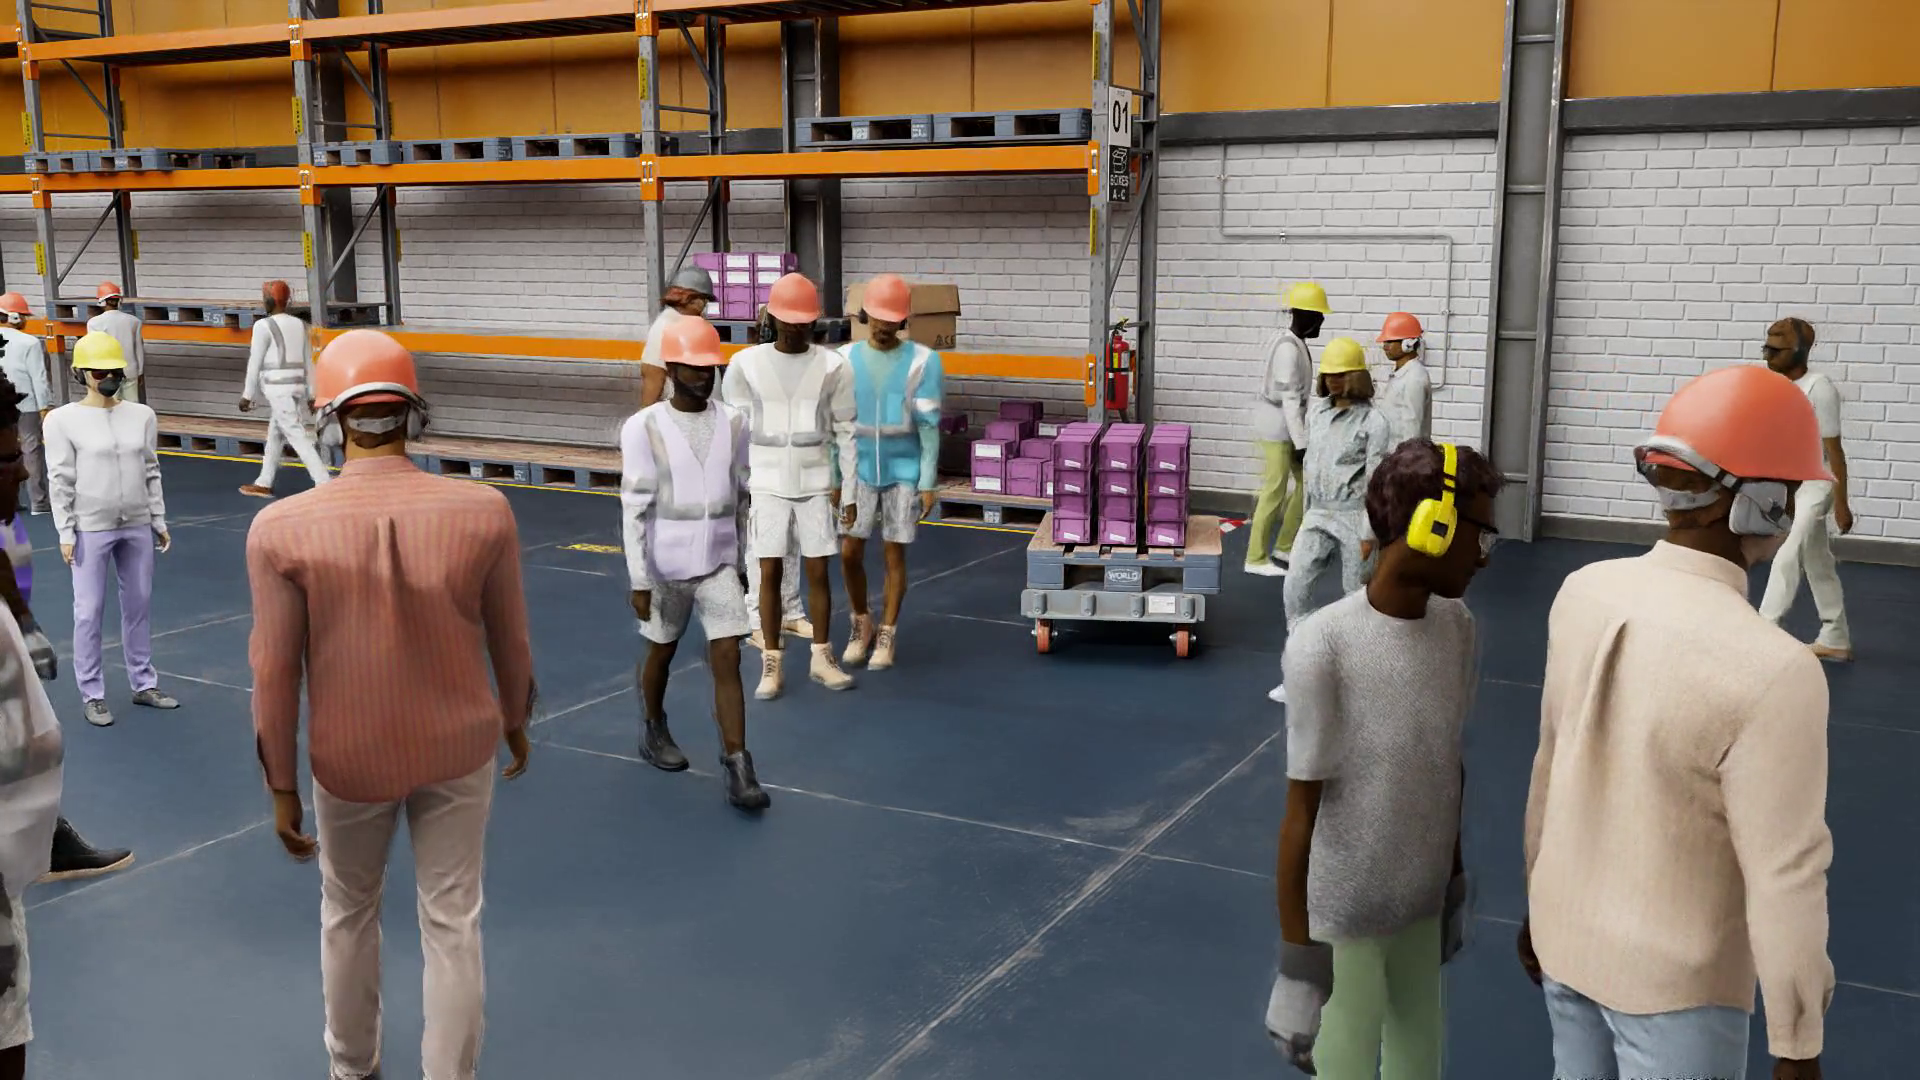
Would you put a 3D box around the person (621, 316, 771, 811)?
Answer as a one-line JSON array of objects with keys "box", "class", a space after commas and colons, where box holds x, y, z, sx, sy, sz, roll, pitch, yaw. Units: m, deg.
[{"box": [-1.050, 0.071, 6.514, 0.561, 1.886, 1.021, -6, 12, -31], "class": "person"}]

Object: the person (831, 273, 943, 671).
[{"box": [-0.389, -0.319, 8.315, 0.602, 2.009, 0.499, 2, 11, 11], "class": "person"}]

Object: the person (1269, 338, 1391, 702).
[{"box": [1.716, -0.070, 7.704, 0.649, 1.717, 0.518, -8, 13, -39], "class": "person"}]

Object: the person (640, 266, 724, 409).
[{"box": [-1.849, -0.835, 11.047, 0.575, 2.000, 0.737, 0, 10, 2], "class": "person"}]

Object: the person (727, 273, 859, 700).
[{"box": [-0.788, -0.245, 7.904, 0.620, 2.023, 0.442, -1, 10, -5], "class": "person"}]

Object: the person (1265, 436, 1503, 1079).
[{"box": [0.775, 0.716, 3.128, 0.643, 1.852, 0.590, -6, 12, -31], "class": "person"}]

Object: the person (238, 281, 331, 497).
[{"box": [-5.584, -1.220, 13.758, 1.021, 1.837, 0.579, 3, 11, 14], "class": "person"}]

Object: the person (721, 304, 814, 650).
[{"box": [-0.972, -0.348, 8.931, 0.429, 1.844, 0.627, 7, 13, 35], "class": "person"}]

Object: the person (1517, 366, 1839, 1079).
[{"box": [1.200, 0.701, 2.811, 0.422, 1.984, 0.670, -3, 11, -15], "class": "person"}]

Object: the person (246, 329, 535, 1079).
[{"box": [-1.359, 0.478, 4.038, 0.637, 1.967, 0.741, -4, 11, -21], "class": "person"}]

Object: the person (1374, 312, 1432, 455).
[{"box": [2.658, -0.504, 10.068, 0.357, 1.743, 0.556, 1, 10, 6], "class": "person"}]

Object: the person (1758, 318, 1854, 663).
[{"box": [4.225, -0.222, 8.430, 0.816, 1.789, 0.541, 0, 10, -2], "class": "person"}]

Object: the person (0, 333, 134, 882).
[{"box": [-3.280, 0.259, 5.355, 0.916, 1.937, 0.593, -7, 13, -34], "class": "person"}]

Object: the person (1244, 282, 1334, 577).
[{"box": [2.131, -0.697, 10.682, 0.600, 1.896, 0.657, 3, 11, 15], "class": "person"}]

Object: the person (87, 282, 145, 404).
[{"box": [-8.227, -1.632, 16.207, 0.339, 1.749, 0.573, 5, 12, 28], "class": "person"}]

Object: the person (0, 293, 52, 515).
[{"box": [-7.442, -1.072, 13.151, 0.564, 1.745, 0.345, 2, 11, 10], "class": "person"}]

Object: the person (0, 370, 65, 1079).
[{"box": [-1.944, 0.624, 3.266, 0.369, 1.961, 0.614, -7, 12, -32], "class": "person"}]

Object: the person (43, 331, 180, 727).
[{"box": [-3.840, -0.057, 7.539, 0.309, 1.769, 0.524, 6, 12, 31], "class": "person"}]
